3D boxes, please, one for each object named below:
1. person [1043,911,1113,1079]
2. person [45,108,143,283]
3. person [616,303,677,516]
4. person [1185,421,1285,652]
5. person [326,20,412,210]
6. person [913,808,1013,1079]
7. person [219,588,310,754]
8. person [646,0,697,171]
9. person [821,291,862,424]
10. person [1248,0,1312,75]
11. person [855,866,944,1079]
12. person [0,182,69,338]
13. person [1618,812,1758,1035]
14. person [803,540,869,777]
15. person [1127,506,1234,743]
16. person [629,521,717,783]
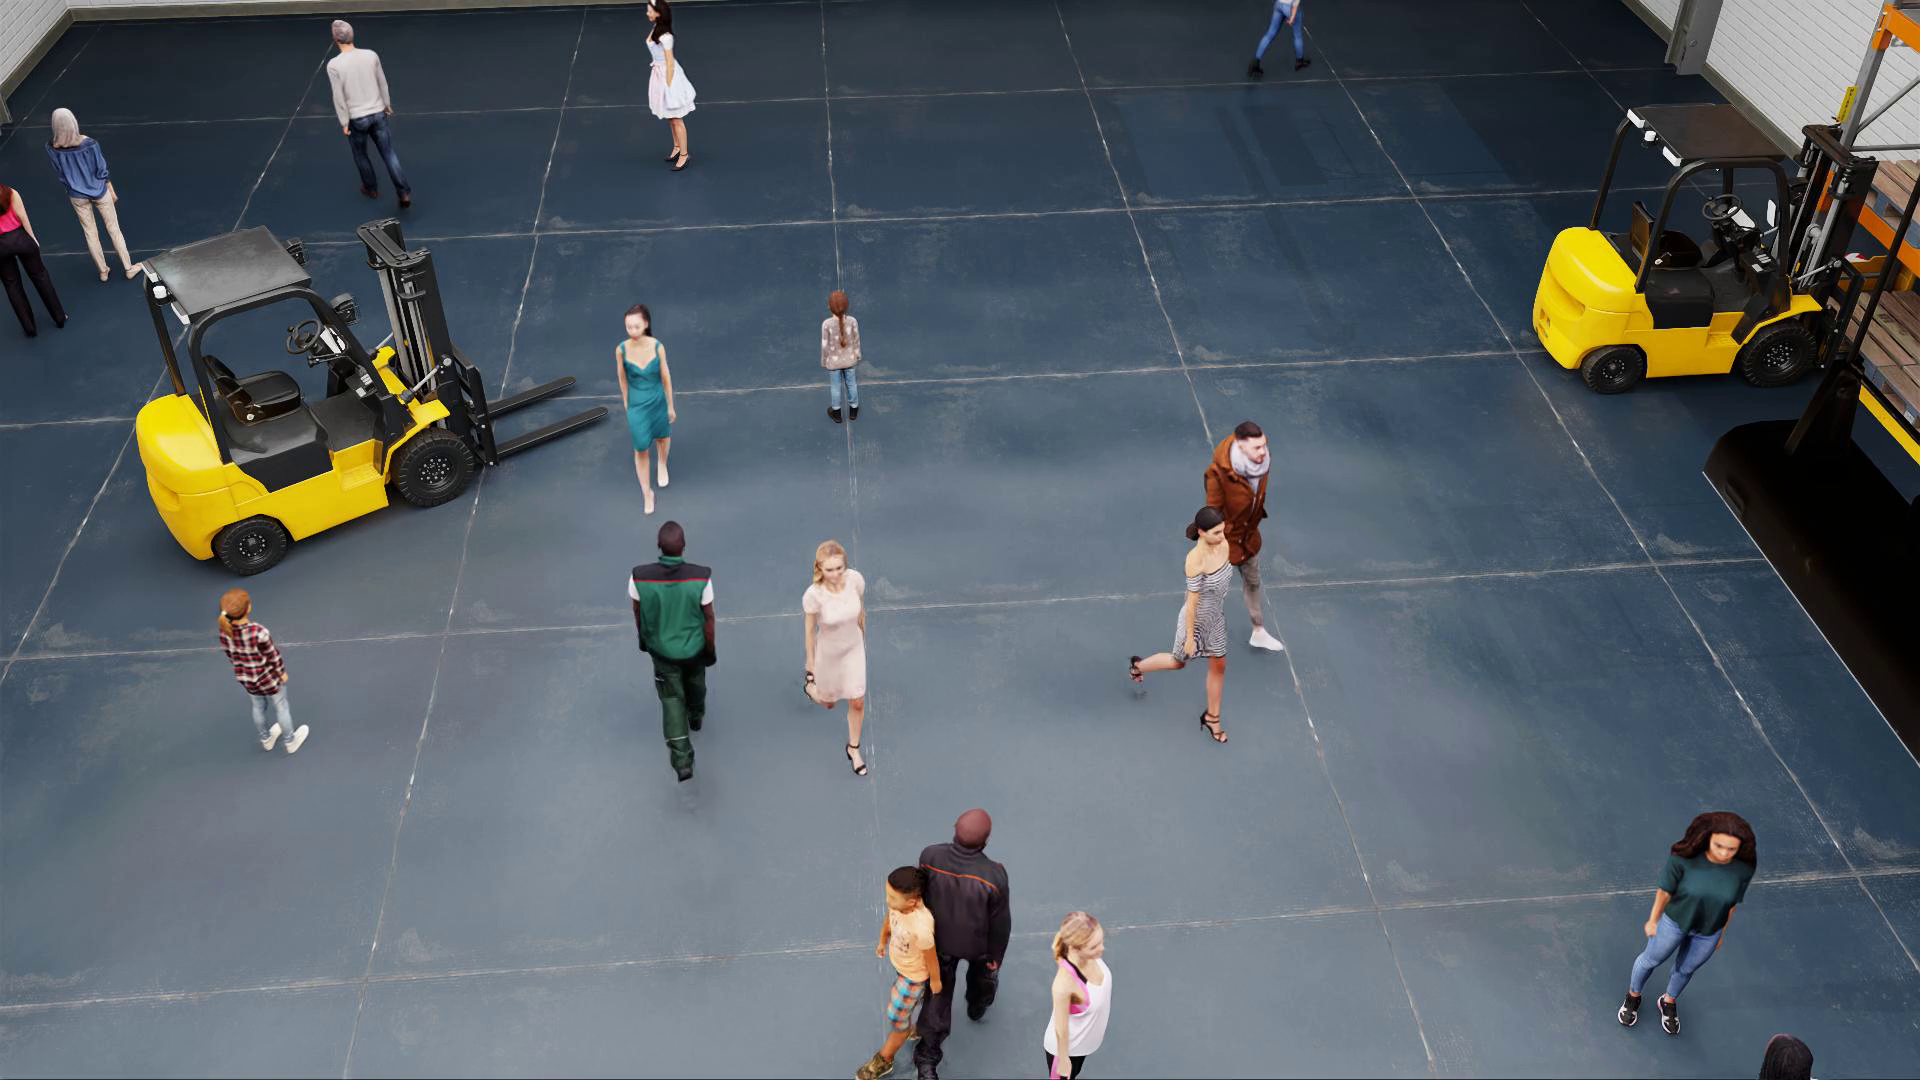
[{"bbox_3d":[0.550,2.452,8.257,0.743,1.787,0.620,15,41,18],"label":"person"},{"bbox_3d":[-8.059,-3.196,15.403,0.631,1.694,0.585,-7,39,-9],"label":"person"},{"bbox_3d":[-2.378,-1.085,12.782,0.578,1.666,0.855,-6,39,-7],"label":"person"},{"bbox_3d":[1.779,-0.079,11.416,1.008,1.799,1.166,-22,43,-25],"label":"person"},{"bbox_3d":[-5.831,-4.154,16.458,1.163,1.874,1.321,-27,46,-29],"label":"person"},{"bbox_3d":[-0.023,2.120,8.656,0.963,1.806,1.271,9,40,11],"label":"person"},{"bbox_3d":[-4.493,0.846,10.654,0.583,1.304,0.595,9,40,11],"label":"person"},{"bbox_3d":[-3.023,-4.712,17.204,0.837,1.816,0.745,-13,41,-16],"label":"person"},{"bbox_3d":[-0.982,-1.508,13.691,0.524,1.194,0.509,-11,40,-13],"label":"person"},{"bbox_3d":[3.682,-6.081,19.100,0.962,1.589,1.100,-19,42,-22],"label":"person"},{"bbox_3d":[-0.188,2.217,8.828,0.832,1.441,0.889,-19,42,-23],"label":"person"},{"bbox_3d":[-8.361,-2.587,14.669,0.656,1.659,0.646,-19,42,-22],"label":"person"},{"bbox_3d":[3.908,2.039,8.910,0.678,1.616,0.695,9,39,11],"label":"person"},{"bbox_3d":[-0.809,0.669,10.469,0.831,1.811,1.057,-20,43,-23],"label":"person"},{"bbox_3d":[1.462,0.507,10.689,1.130,1.791,1.054,29,47,31],"label":"person"},{"bbox_3d":[-1.770,0.717,10.412,0.738,1.808,1.173,-7,39,-8],"label":"person"}]
